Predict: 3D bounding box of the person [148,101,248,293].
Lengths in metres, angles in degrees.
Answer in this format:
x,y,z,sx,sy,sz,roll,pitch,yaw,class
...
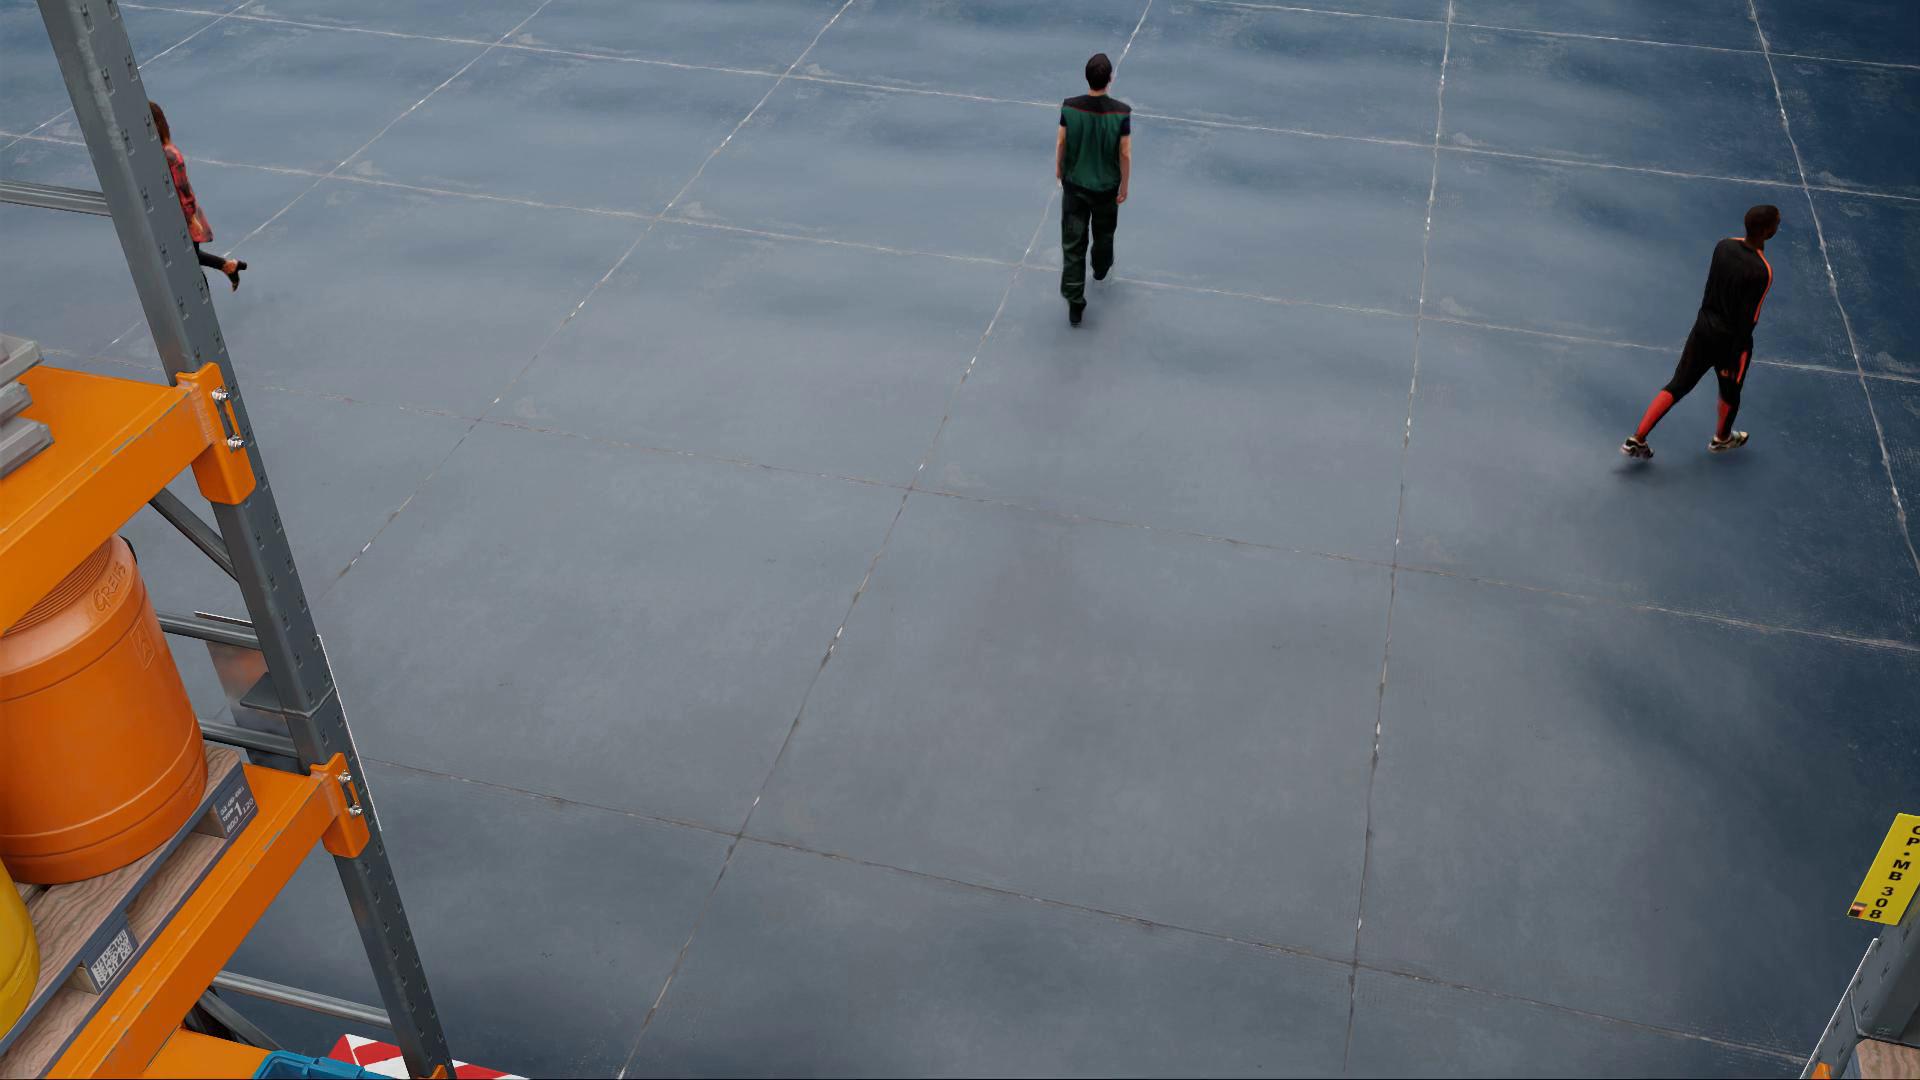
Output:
x,y,z,sx,sy,sz,roll,pitch,yaw,class
-5.399,-2.282,11.618,0.787,1.689,0.945,23,43,26,person

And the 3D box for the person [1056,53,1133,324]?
x,y,z,sx,sy,sz,roll,pitch,yaw,class
0.898,-2.421,11.666,0.745,1.850,1.172,6,39,8,person

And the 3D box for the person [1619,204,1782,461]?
x,y,z,sx,sy,sz,roll,pitch,yaw,class
4.569,-1.217,10.191,1.181,1.769,1.173,-17,41,-20,person
